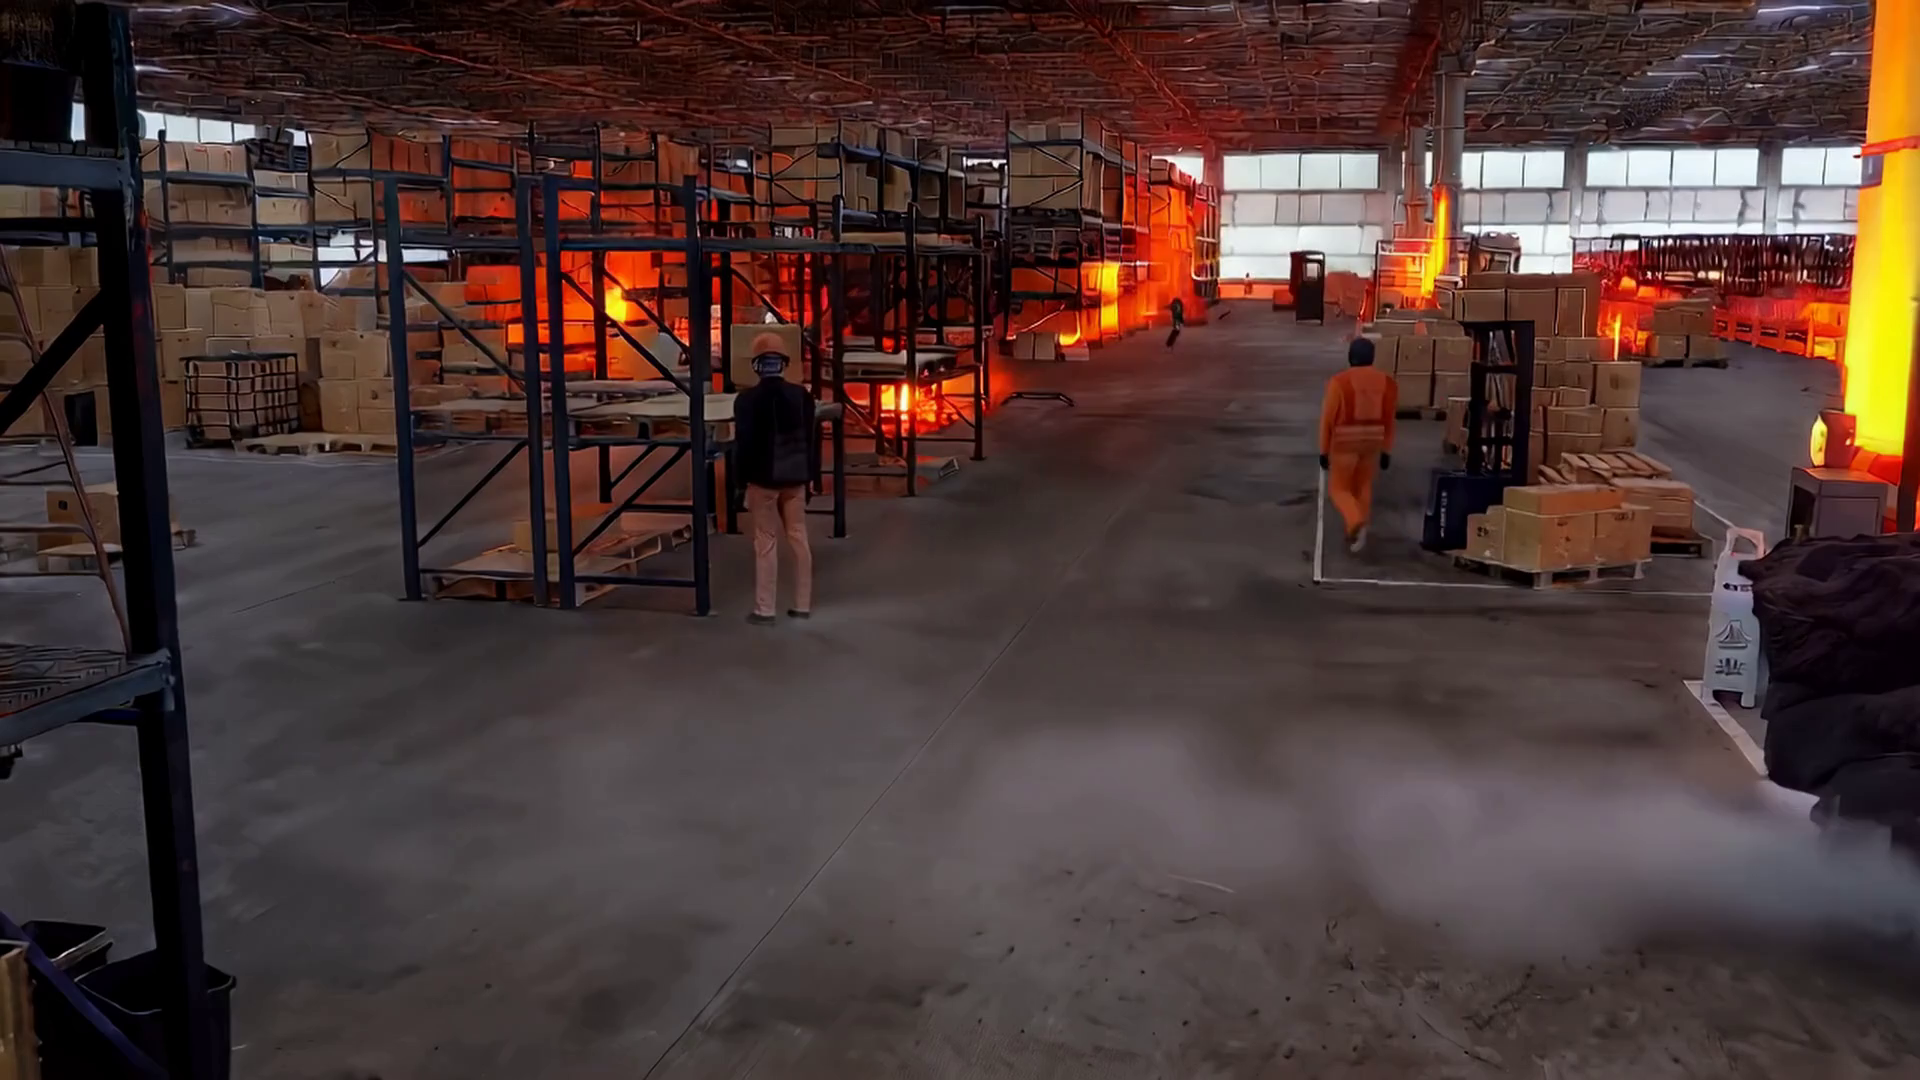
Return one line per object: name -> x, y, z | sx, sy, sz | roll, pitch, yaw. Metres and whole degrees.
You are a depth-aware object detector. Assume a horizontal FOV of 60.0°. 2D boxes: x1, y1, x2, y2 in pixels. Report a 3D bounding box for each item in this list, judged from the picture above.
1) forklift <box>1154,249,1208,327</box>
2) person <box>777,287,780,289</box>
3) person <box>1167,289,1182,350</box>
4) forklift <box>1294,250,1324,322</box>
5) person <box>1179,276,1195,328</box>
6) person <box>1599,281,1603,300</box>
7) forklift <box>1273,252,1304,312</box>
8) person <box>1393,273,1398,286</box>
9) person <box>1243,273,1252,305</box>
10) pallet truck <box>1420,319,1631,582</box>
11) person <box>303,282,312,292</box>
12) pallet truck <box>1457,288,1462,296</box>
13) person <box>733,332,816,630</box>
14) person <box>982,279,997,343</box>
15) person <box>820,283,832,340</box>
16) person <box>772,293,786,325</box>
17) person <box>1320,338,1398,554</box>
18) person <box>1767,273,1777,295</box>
forklift -> 8.130, -9.217, 60.784 | 1.873, 2.768, 1.129 | 2, 10, 12
person -> -7.173, -9.269, 64.902 | 0.839, 1.593, 0.511 | 0, 10, 2
person -> 5.834, -5.985, 45.207 | 0.344, 1.677, 0.559 | 4, 10, 23
forklift -> 13.778, -10.002, 65.433 | 1.129, 2.768, 1.873 | 2, 10, 12
person -> 8.147, -8.581, 59.988 | 0.678, 1.874, 0.666 | -3, 10, -16
person -> 25.107, -9.572, 65.752 | 0.794, 1.908, 0.624 | 1, 10, 3
forklift -> 15.706, -12.065, 77.653 | 1.873, 2.768, 1.129 | 6, 11, 30
person -> 23.070, -13.271, 88.190 | 0.485, 1.735, 0.346 | -7, 12, -38
person -> 15.589, -13.652, 90.405 | 0.590, 1.737, 0.371 | -7, 12, -34
pallet truck -> 4.543, -0.757, 13.299 | 0.823, 1.965, 1.885 | -4, 10, -22
person -> -16.820, -5.672, 42.726 | 0.969, 1.906, 0.640 | 4, 10, 21
pallet truck -> 20.506, -9.785, 68.819 | 0.653, 1.274, 1.630 | 2, 10, 12
person -> -1.250, -0.392, 11.165 | 0.610, 1.989, 0.391 | -6, 12, -34
person -> 0.803, -6.733, 48.938 | 0.575, 1.907, 0.751 | 1, 10, 7
person -> -3.348, -5.452, 41.478 | 0.884, 1.863, 0.689 | -7, 12, -38
person -> -4.228, -4.921, 38.841 | 0.319, 1.698, 0.532 | 0, 10, 2
person -> 3.335, -0.760, 13.822 | 0.647, 1.827, 0.583 | -3, 10, -15
person -> 38.612, -11.804, 79.265 | 0.623, 1.816, 0.604 | 7, 12, 34
